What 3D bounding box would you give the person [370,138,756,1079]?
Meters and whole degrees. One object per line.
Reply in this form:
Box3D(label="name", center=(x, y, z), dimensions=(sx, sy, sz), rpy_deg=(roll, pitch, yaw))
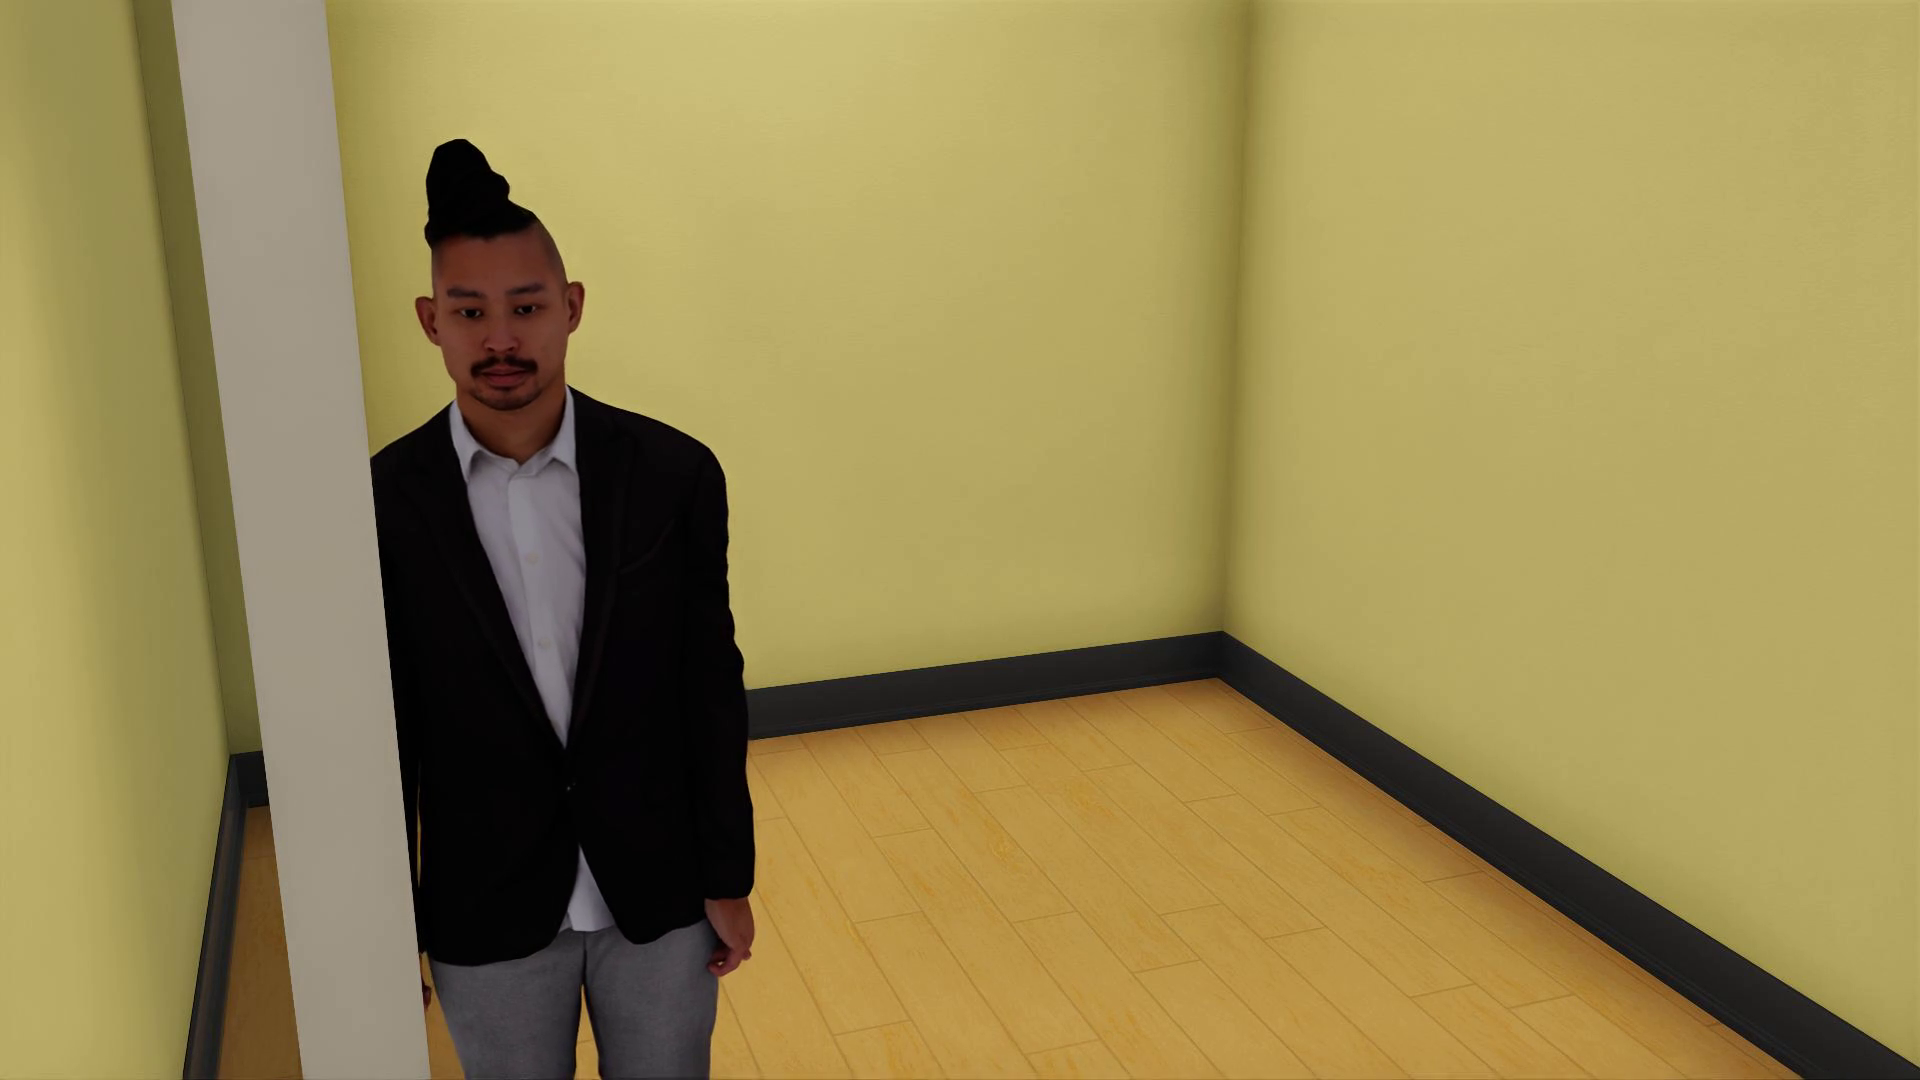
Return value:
Box3D(label="person", center=(-0.558, 0.435, 2.335), dimensions=(0.534, 1.952, 0.767), rpy_deg=(-5, 16, -17))
